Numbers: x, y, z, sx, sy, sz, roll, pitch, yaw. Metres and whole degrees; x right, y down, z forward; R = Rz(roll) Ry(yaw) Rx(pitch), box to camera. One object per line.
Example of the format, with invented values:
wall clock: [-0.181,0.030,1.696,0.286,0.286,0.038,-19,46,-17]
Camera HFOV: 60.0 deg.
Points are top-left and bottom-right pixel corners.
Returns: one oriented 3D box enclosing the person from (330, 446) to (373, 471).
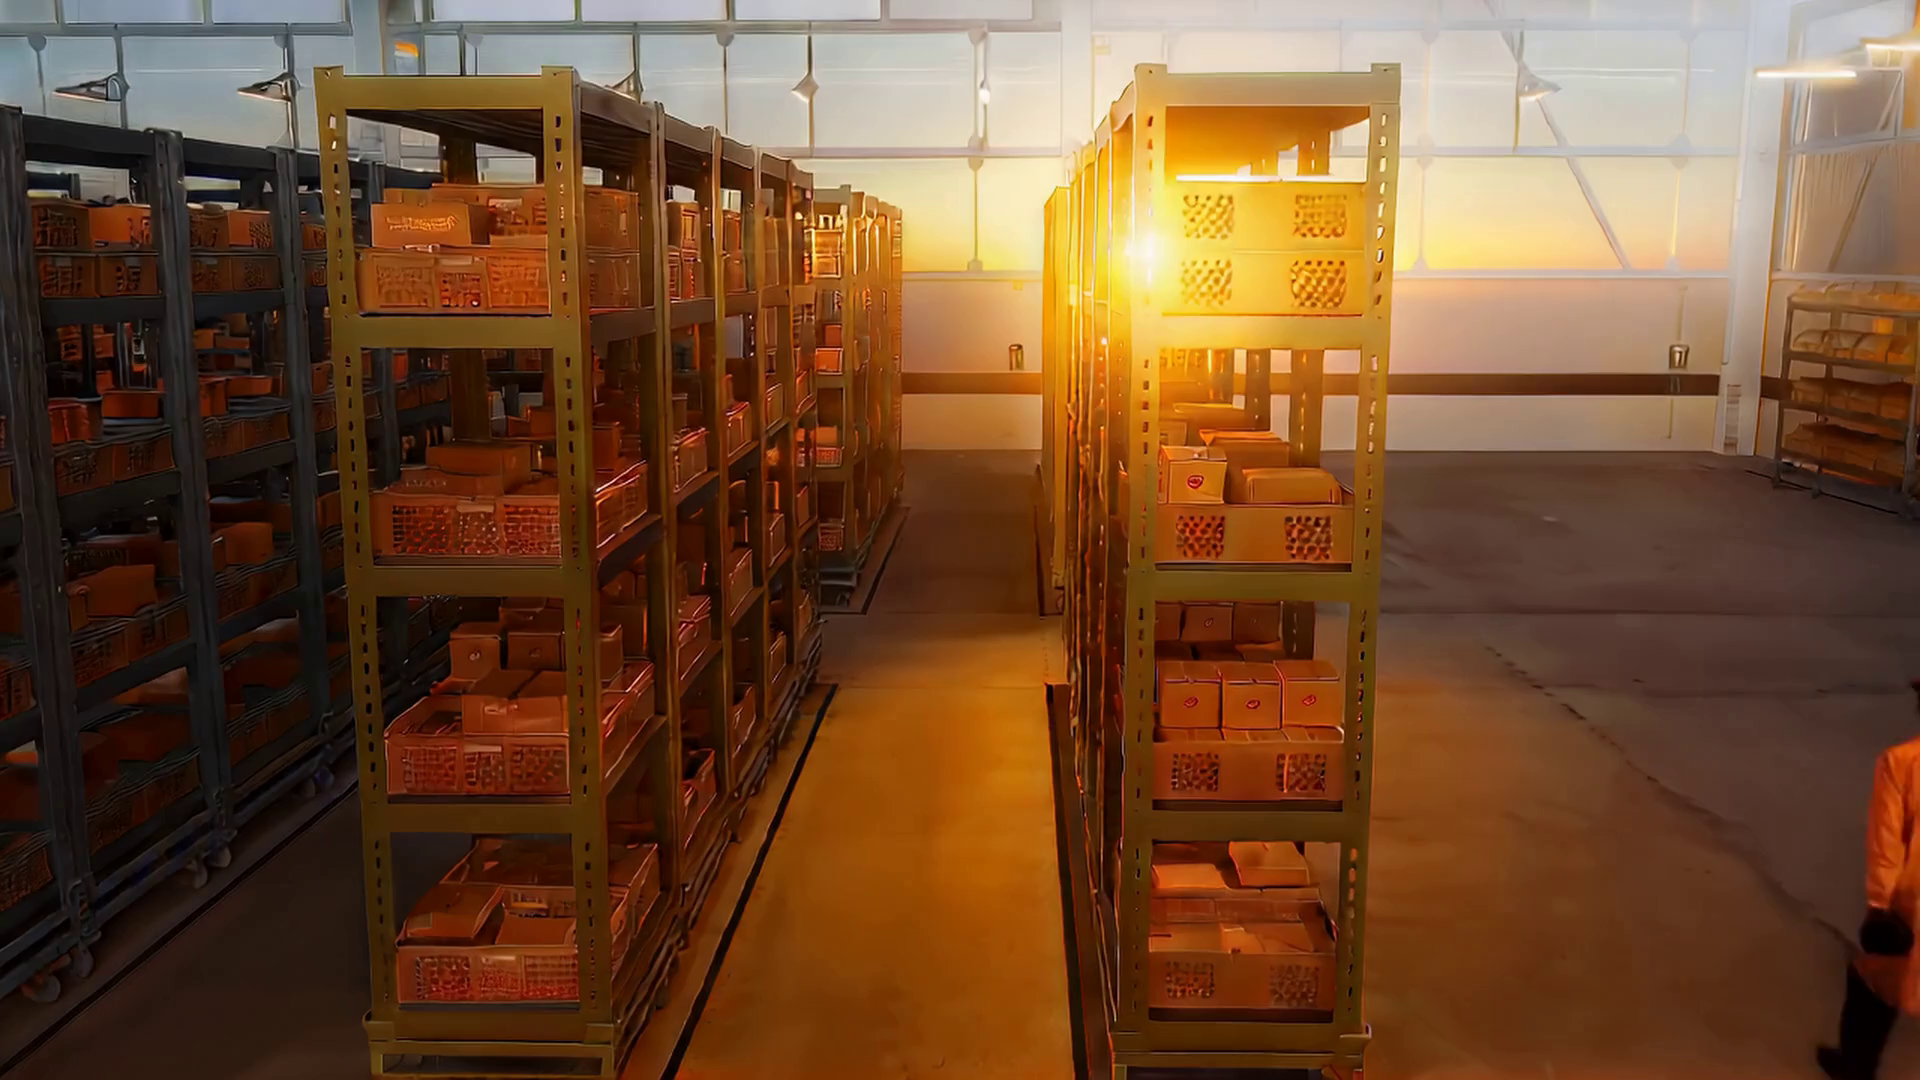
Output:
person: [-4.690,-0.138,12.814,0.376,1.997,0.612,-5,11,-25]
